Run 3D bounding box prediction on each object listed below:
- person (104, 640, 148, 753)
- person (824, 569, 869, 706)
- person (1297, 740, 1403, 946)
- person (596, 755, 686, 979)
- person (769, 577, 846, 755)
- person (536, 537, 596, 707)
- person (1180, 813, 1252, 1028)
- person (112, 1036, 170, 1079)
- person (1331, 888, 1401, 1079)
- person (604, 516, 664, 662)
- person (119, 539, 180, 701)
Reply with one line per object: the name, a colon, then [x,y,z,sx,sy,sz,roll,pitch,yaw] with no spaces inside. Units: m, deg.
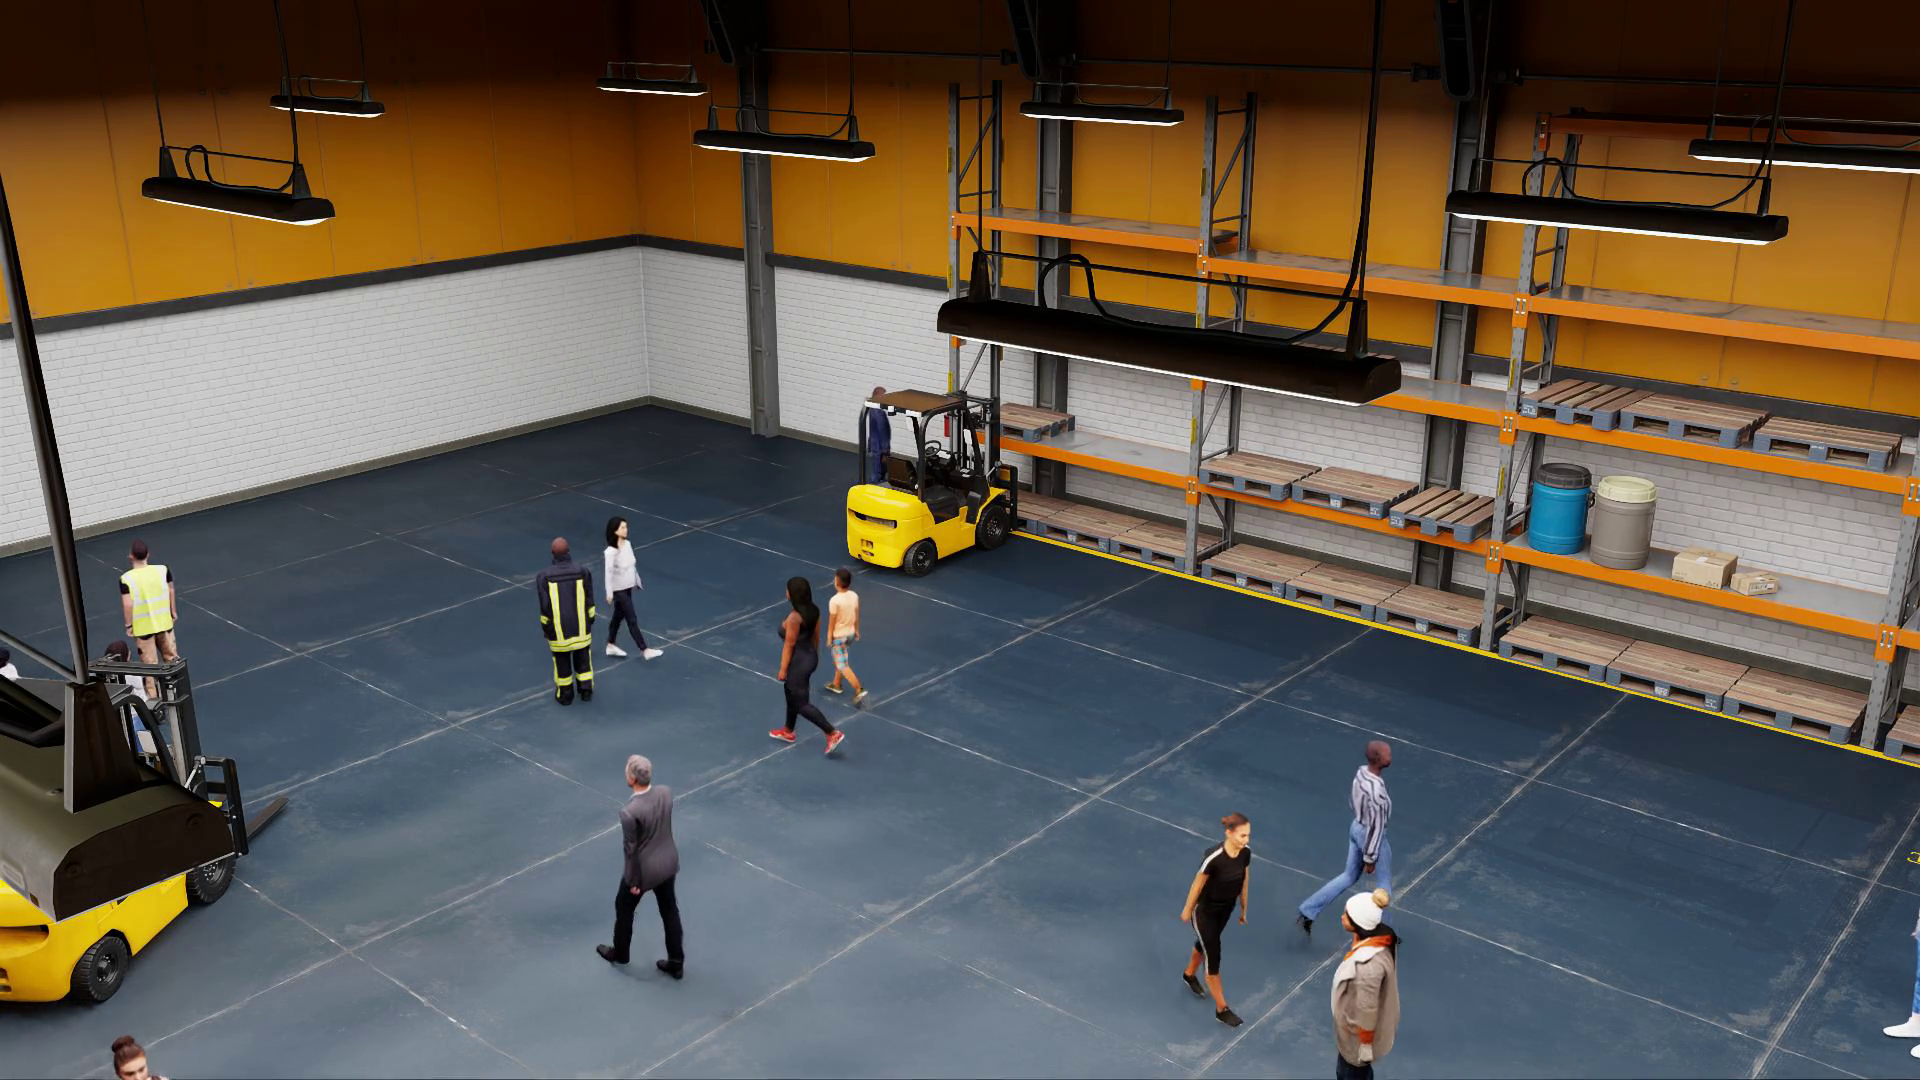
person: [-7.636,1.698,15.256,0.611,1.632,0.734,4,19,10]
person: [-1.197,1.030,17.542,0.942,1.439,0.554,16,24,39]
person: [3.083,2.394,12.982,1.121,1.765,1.102,-3,19,-9]
person: [-2.288,2.500,12.590,0.997,1.814,0.766,14,23,36]
person: [-1.510,1.249,16.348,1.221,1.787,0.914,7,20,20]
person: [-4.134,0.838,17.514,0.853,1.821,0.841,-8,20,-23]
person: [1.817,2.702,12.299,0.800,1.617,1.076,-10,21,-28]
person: [-4.717,3.581,9.619,0.720,1.661,0.568,14,23,35]
person: [2.724,3.095,10.723,0.958,1.878,0.837,8,20,22]
person: [-3.866,0.546,18.614,1.094,1.672,0.892,5,19,15]
person: [-8.447,0.871,17.376,0.693,1.846,0.681,16,24,39]
